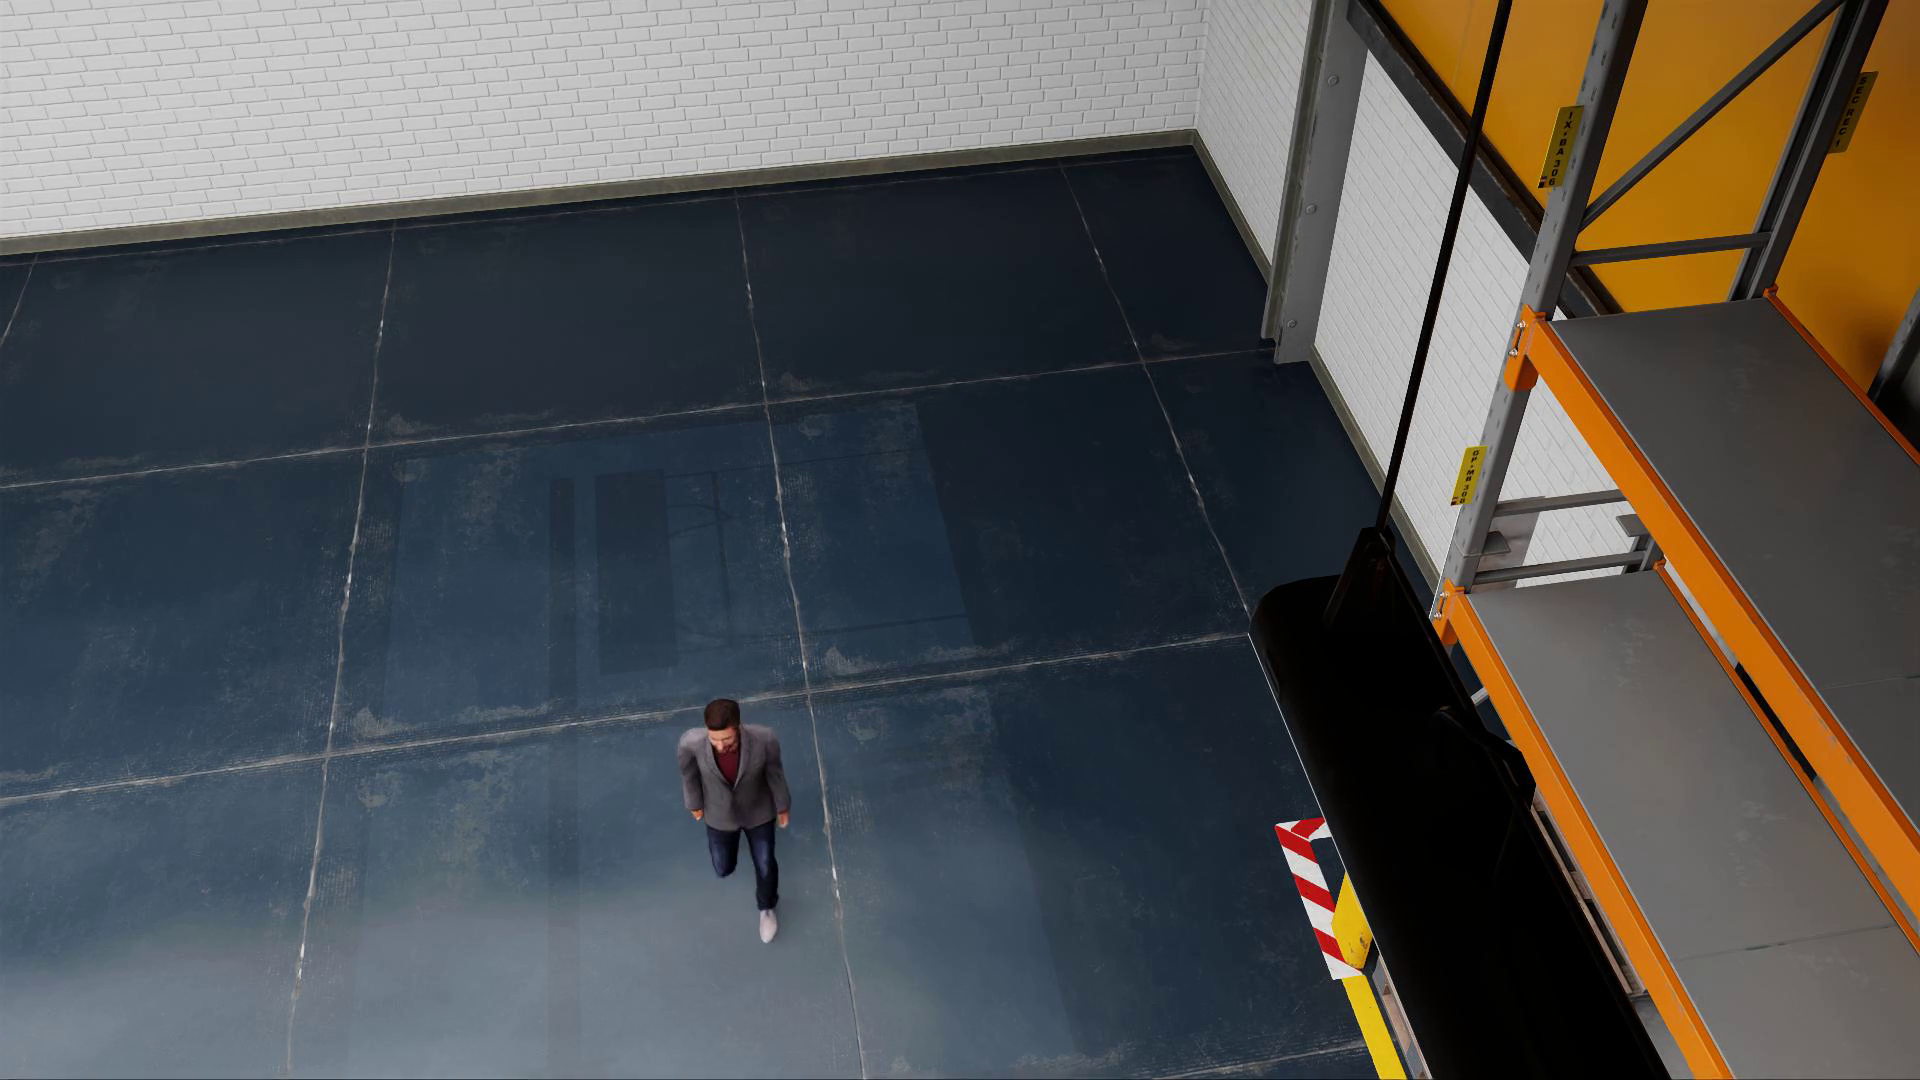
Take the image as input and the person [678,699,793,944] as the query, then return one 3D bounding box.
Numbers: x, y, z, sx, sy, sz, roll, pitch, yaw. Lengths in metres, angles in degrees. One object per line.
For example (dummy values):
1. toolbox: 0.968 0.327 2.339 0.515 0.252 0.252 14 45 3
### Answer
1. person: -1.197 1.381 8.946 0.732 1.848 0.906 -7 44 -8
